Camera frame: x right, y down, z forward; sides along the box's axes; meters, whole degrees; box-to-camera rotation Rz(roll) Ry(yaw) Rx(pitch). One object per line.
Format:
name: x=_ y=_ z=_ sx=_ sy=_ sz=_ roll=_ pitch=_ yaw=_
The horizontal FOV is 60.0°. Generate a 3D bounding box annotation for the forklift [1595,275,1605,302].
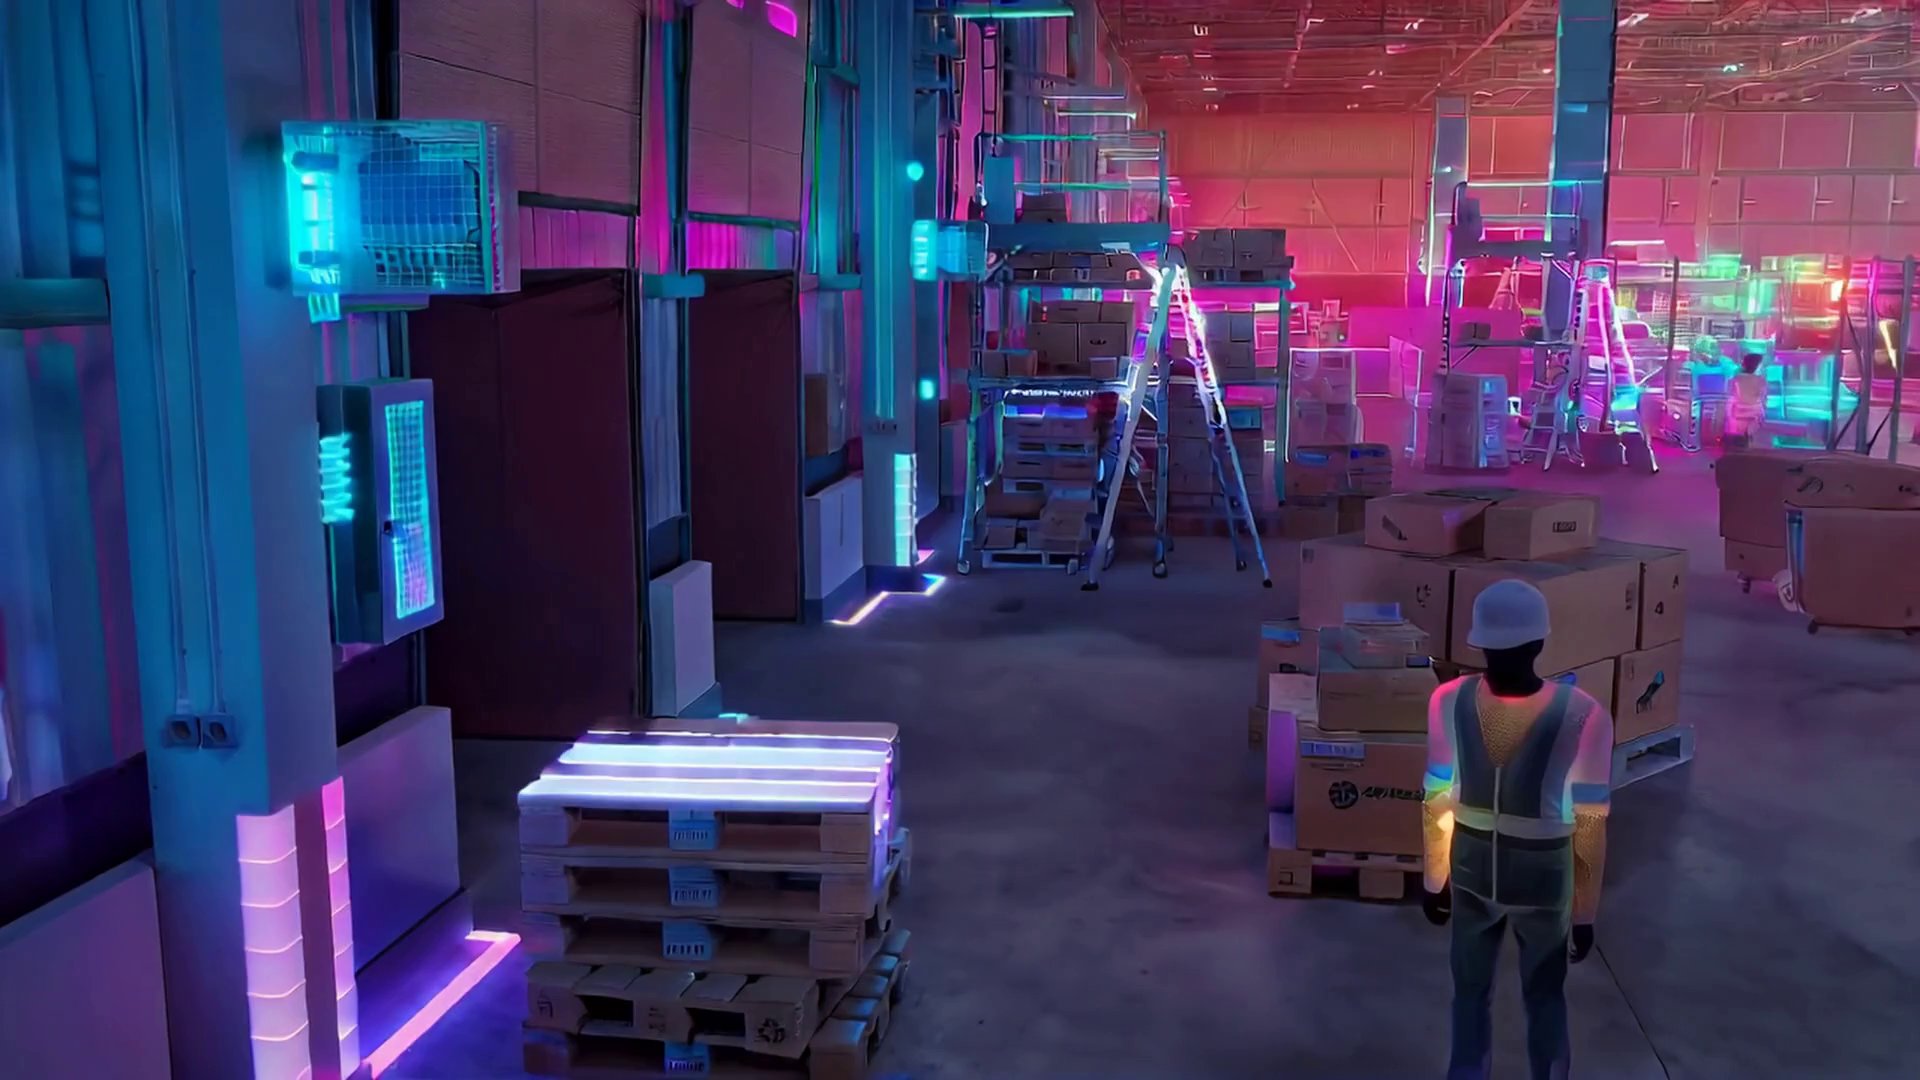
forklift: x=14.927 y=-5.028 z=39.774 sx=1.129 sy=2.768 sz=1.873 roll=-6 pitch=11 yaw=-32

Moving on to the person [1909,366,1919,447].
person: x=15.622 y=-2.359 z=26.852 sx=0.334 sy=1.737 sz=0.486 roll=9 pitch=13 yaw=43

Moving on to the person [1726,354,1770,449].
person: x=10.895 y=-1.723 z=23.025 sx=0.539 sy=1.698 sz=0.319 roll=4 pitch=10 yaw=21

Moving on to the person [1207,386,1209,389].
person: x=5.147 y=-3.653 z=35.140 sx=0.319 sy=1.631 sz=0.525 roll=-5 pitch=11 yaw=-30

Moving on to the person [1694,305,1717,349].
person: x=19.381 y=-5.123 z=43.264 sx=0.545 sy=1.938 sz=0.355 roll=-1 pitch=9 yaw=-4

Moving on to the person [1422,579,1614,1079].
person: x=1.698 y=1.063 z=5.181 sx=0.587 sy=1.918 sz=0.398 roll=7 pitch=12 yaw=39

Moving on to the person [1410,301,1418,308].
person: x=14.163 y=-6.471 z=51.677 sx=0.644 sy=1.910 sz=0.779 roll=-3 pitch=10 yaw=-18

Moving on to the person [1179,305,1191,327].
person: x=6.123 y=-5.362 z=44.767 sx=0.544 sy=1.930 sz=0.389 roll=-6 pitch=11 yaw=-35

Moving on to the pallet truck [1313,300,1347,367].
pallet truck: x=11.159 y=-6.200 z=49.718 sx=0.823 sy=1.965 sz=1.885 roll=4 pitch=10 yaw=26
